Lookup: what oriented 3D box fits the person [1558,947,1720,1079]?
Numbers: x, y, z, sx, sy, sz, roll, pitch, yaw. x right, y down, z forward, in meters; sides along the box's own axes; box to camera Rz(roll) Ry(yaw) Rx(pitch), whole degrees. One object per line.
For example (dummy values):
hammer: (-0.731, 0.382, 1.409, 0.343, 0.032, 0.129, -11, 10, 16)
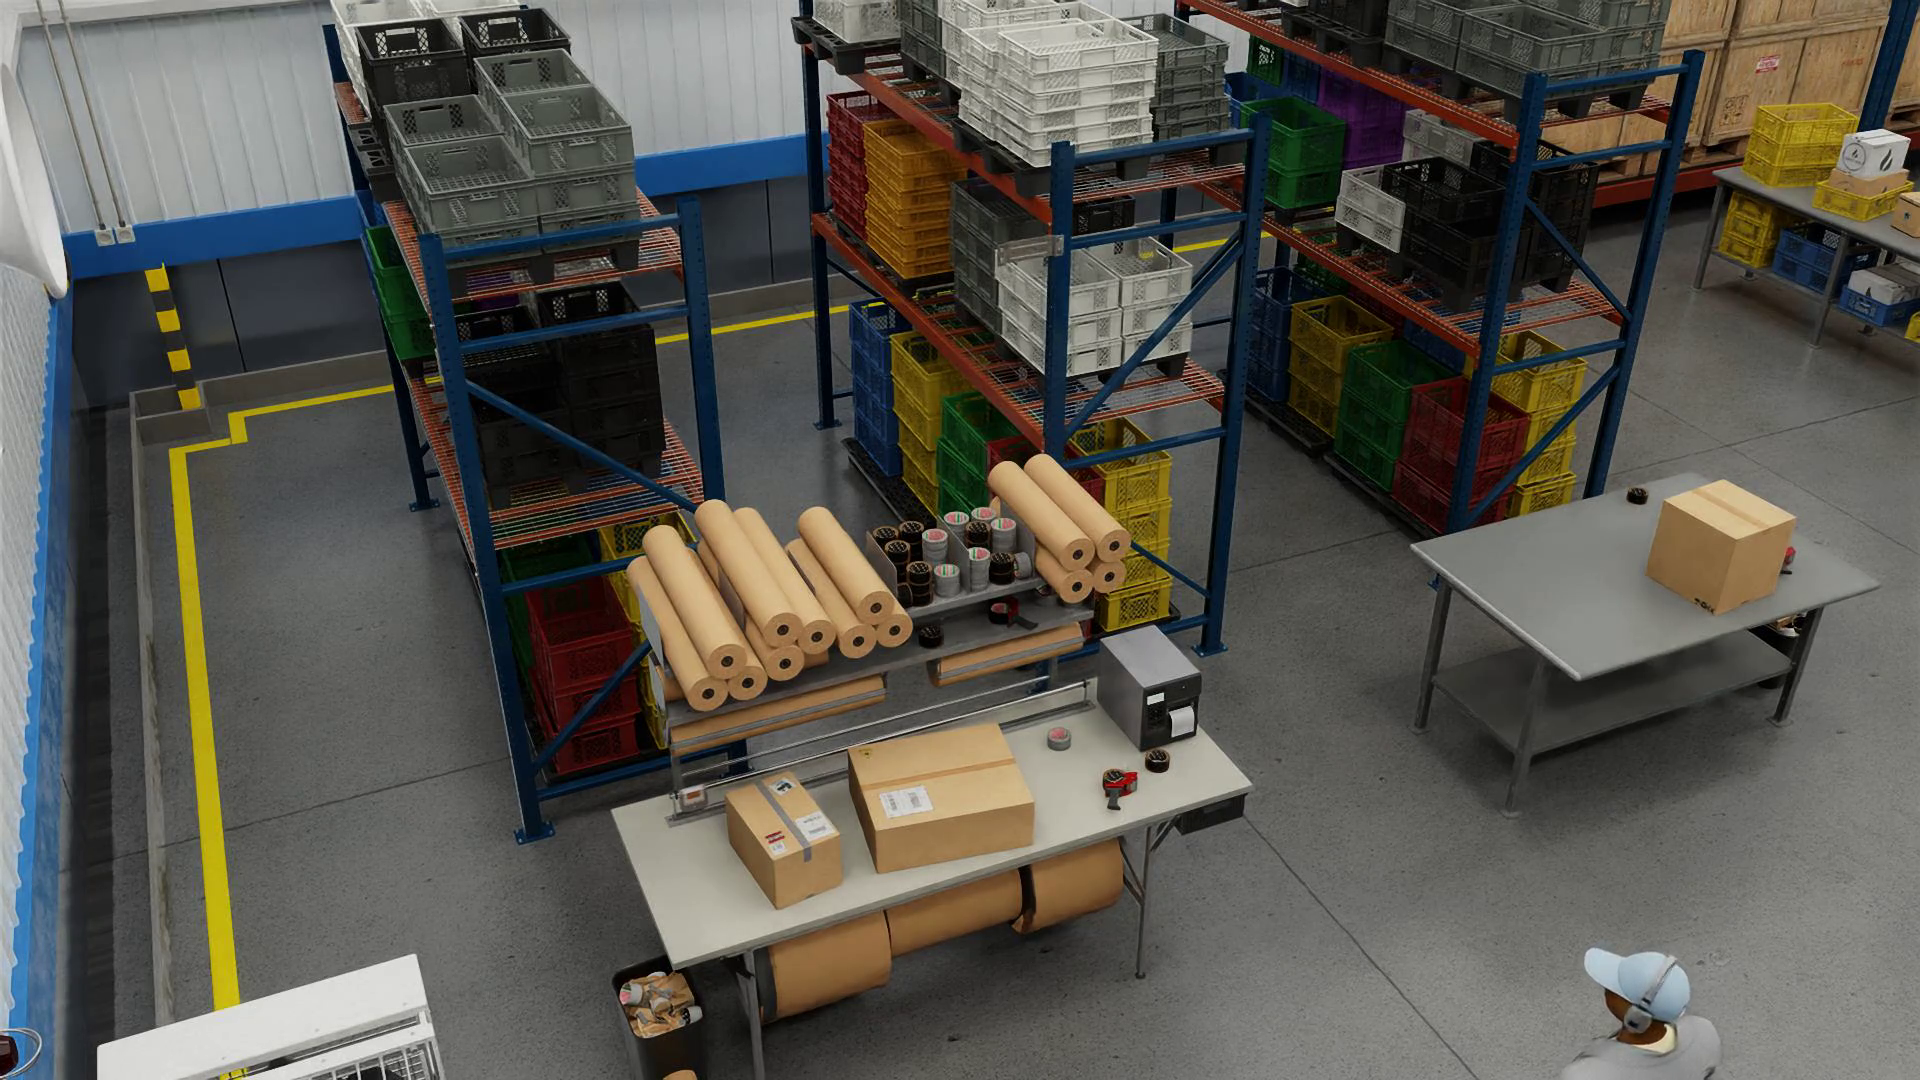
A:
person: (2.003, 1.977, 5.248, 0.596, 1.852, 0.369, -14, 34, -22)
